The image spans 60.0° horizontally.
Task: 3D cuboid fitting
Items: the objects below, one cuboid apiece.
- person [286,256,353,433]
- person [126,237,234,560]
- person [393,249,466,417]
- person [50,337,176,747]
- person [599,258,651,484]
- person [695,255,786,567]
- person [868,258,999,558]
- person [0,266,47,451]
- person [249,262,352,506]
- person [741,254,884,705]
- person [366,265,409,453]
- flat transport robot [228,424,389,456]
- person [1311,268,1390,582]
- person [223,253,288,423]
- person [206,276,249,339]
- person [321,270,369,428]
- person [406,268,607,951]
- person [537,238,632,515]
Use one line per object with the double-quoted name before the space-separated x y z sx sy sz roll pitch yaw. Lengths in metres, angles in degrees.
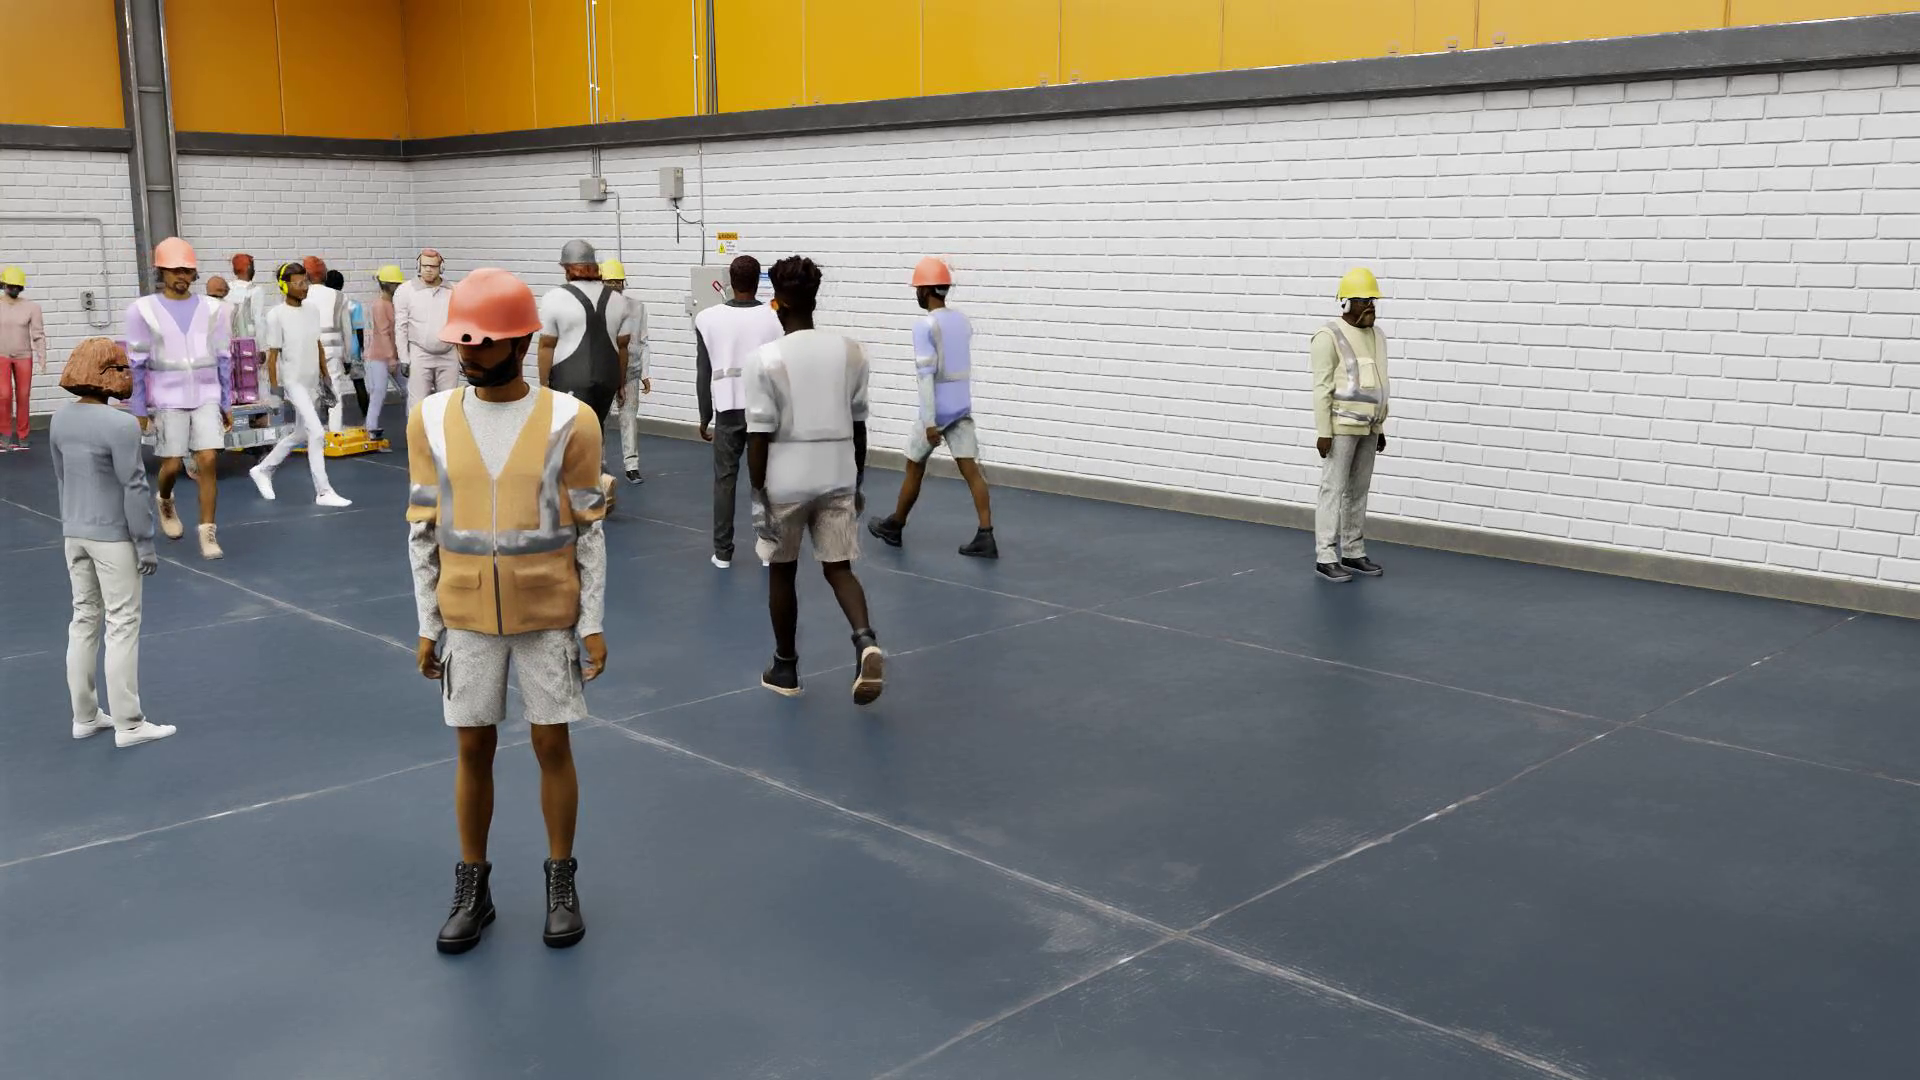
"person" -5.979 -1.716 15.478 0.630 1.819 1.057 -6 12 -30
"person" -4.934 -0.903 10.553 0.611 2.022 0.788 -8 13 -36
"person" -4.641 -1.606 14.682 0.637 1.904 0.403 -7 13 -34
"person" -3.409 0.007 6.649 0.497 1.626 0.288 5 12 27
"person" -2.804 -1.360 13.522 0.586 1.835 0.403 -4 11 -20
"person" -1.306 -0.781 10.203 0.604 1.904 0.409 -1 10 -7
"person" -0.148 -0.840 10.577 1.035 1.876 0.555 9 14 42
"person" -8.930 -1.711 15.704 0.540 1.735 0.574 -8 13 -37
"person" -5.029 -1.174 12.529 0.892 1.834 0.513 3 11 15
"person" -0.620 -0.240 7.109 0.604 1.947 0.789 -5 12 -27
"person" -5.207 -1.659 15.431 0.762 1.740 0.546 1 10 4
"flat transport robot" -6.146 -0.947 15.536 1.431 0.197 0.652 3 11 18
"person" 2.316 -0.677 9.803 0.600 1.832 0.404 -9 13 -39
"person" -7.381 -2.016 17.087 0.587 1.848 0.921 3 11 18
"person" -7.306 -1.788 16.427 0.546 1.607 0.689 -4 11 -23
"person" -6.382 -1.922 17.118 0.541 1.685 0.556 -2 11 -11
"person" -1.271 0.210 4.696 0.545 1.933 0.376 -1 10 -4
"person" -2.688 -1.183 11.995 0.688 2.000 0.845 -10 14 -42
